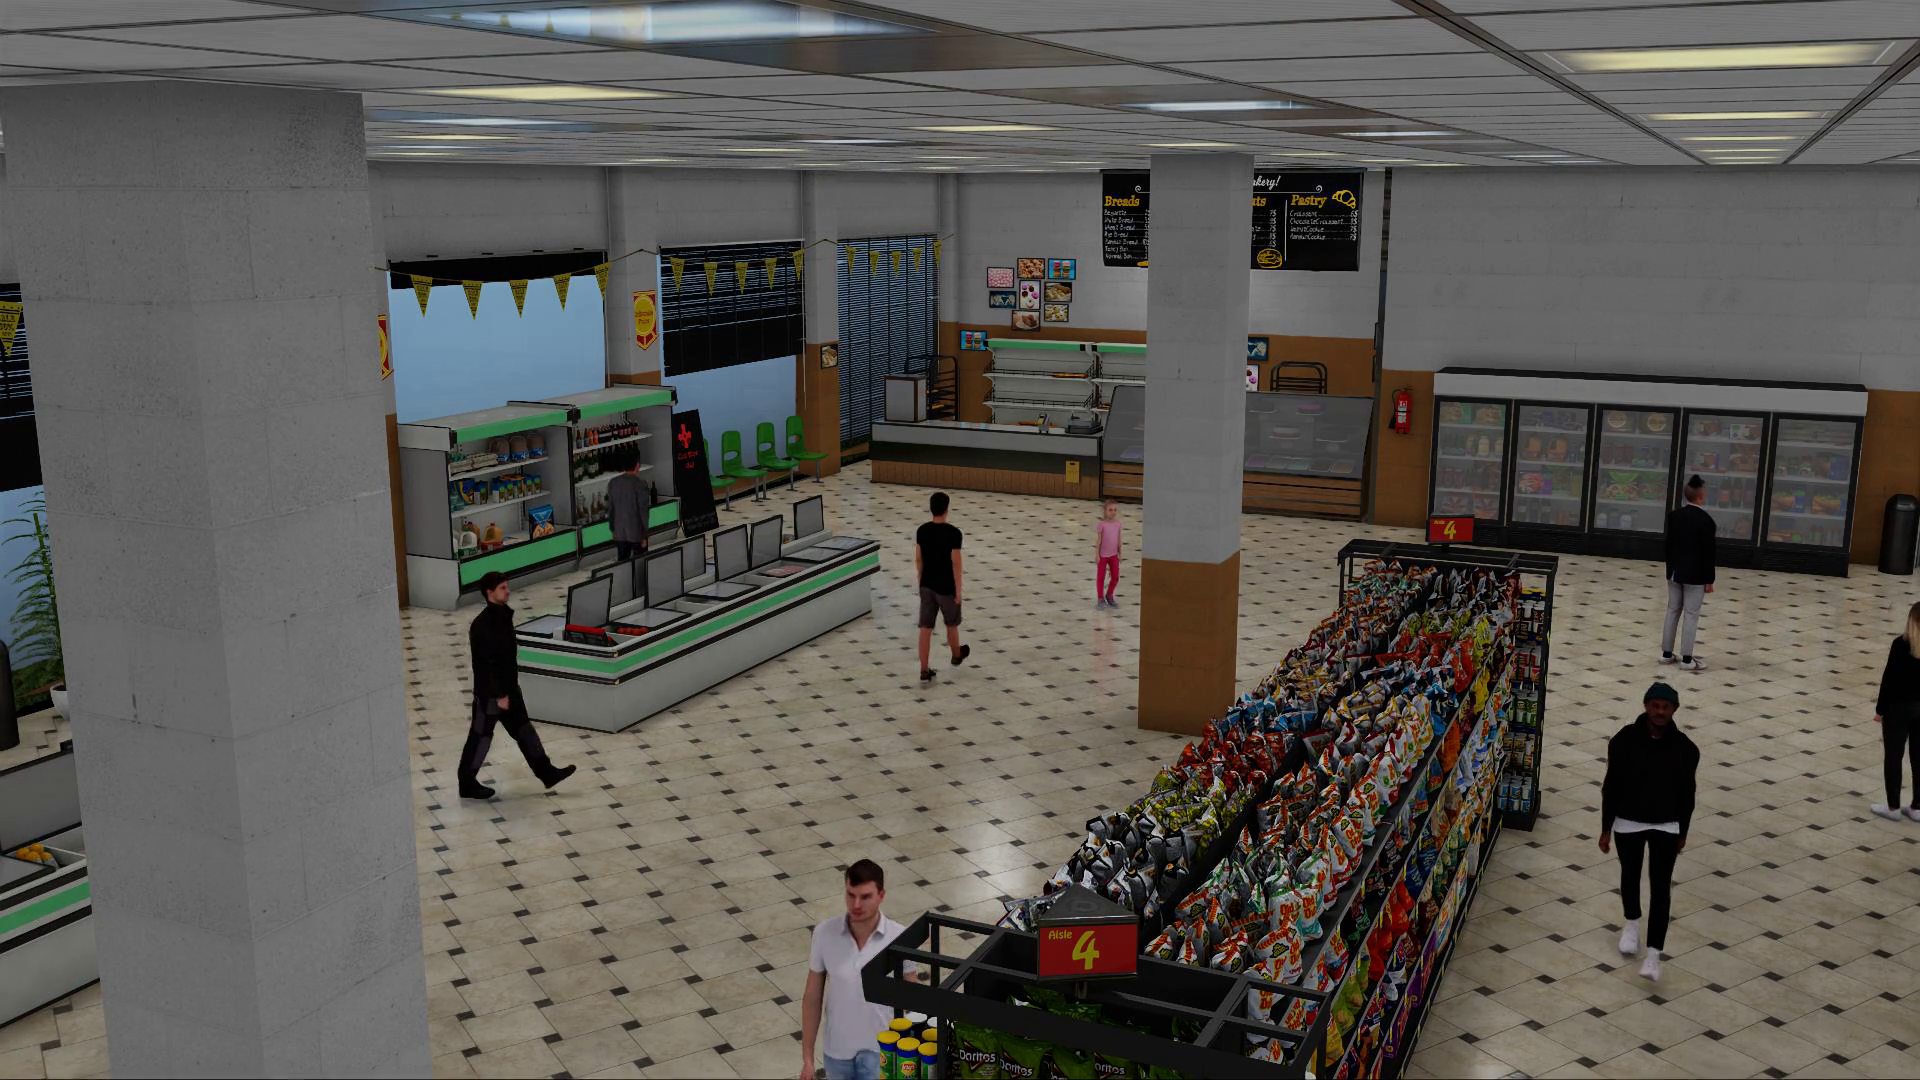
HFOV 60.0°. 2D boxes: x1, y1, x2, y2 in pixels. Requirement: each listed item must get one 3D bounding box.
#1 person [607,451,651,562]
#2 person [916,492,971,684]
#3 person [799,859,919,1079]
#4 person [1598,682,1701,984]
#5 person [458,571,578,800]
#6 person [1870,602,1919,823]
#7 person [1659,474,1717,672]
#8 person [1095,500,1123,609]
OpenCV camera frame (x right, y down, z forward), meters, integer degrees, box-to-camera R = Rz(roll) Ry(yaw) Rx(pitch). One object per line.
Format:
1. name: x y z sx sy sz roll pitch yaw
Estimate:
1. person: -3.692 -0.043 18.441 0.749 1.859 1.007 4 13 19
2. person: -0.248 0.495 15.999 0.725 1.811 1.187 5 13 22
3. person: -0.420 2.279 7.511 0.818 1.817 1.233 3 12 12
4. person: 4.209 1.731 10.206 0.685 1.779 1.117 6 13 27
5. person: -3.685 1.159 12.887 1.049 1.795 1.171 1 12 4
6. person: 7.160 1.298 12.513 0.718 1.676 0.714 -1 12 -5
7. person: 7.241 0.305 16.554 0.823 1.954 0.794 -6 13 -25
8. person: 1.669 0.156 18.953 0.597 1.258 0.656 -4 13 -19
